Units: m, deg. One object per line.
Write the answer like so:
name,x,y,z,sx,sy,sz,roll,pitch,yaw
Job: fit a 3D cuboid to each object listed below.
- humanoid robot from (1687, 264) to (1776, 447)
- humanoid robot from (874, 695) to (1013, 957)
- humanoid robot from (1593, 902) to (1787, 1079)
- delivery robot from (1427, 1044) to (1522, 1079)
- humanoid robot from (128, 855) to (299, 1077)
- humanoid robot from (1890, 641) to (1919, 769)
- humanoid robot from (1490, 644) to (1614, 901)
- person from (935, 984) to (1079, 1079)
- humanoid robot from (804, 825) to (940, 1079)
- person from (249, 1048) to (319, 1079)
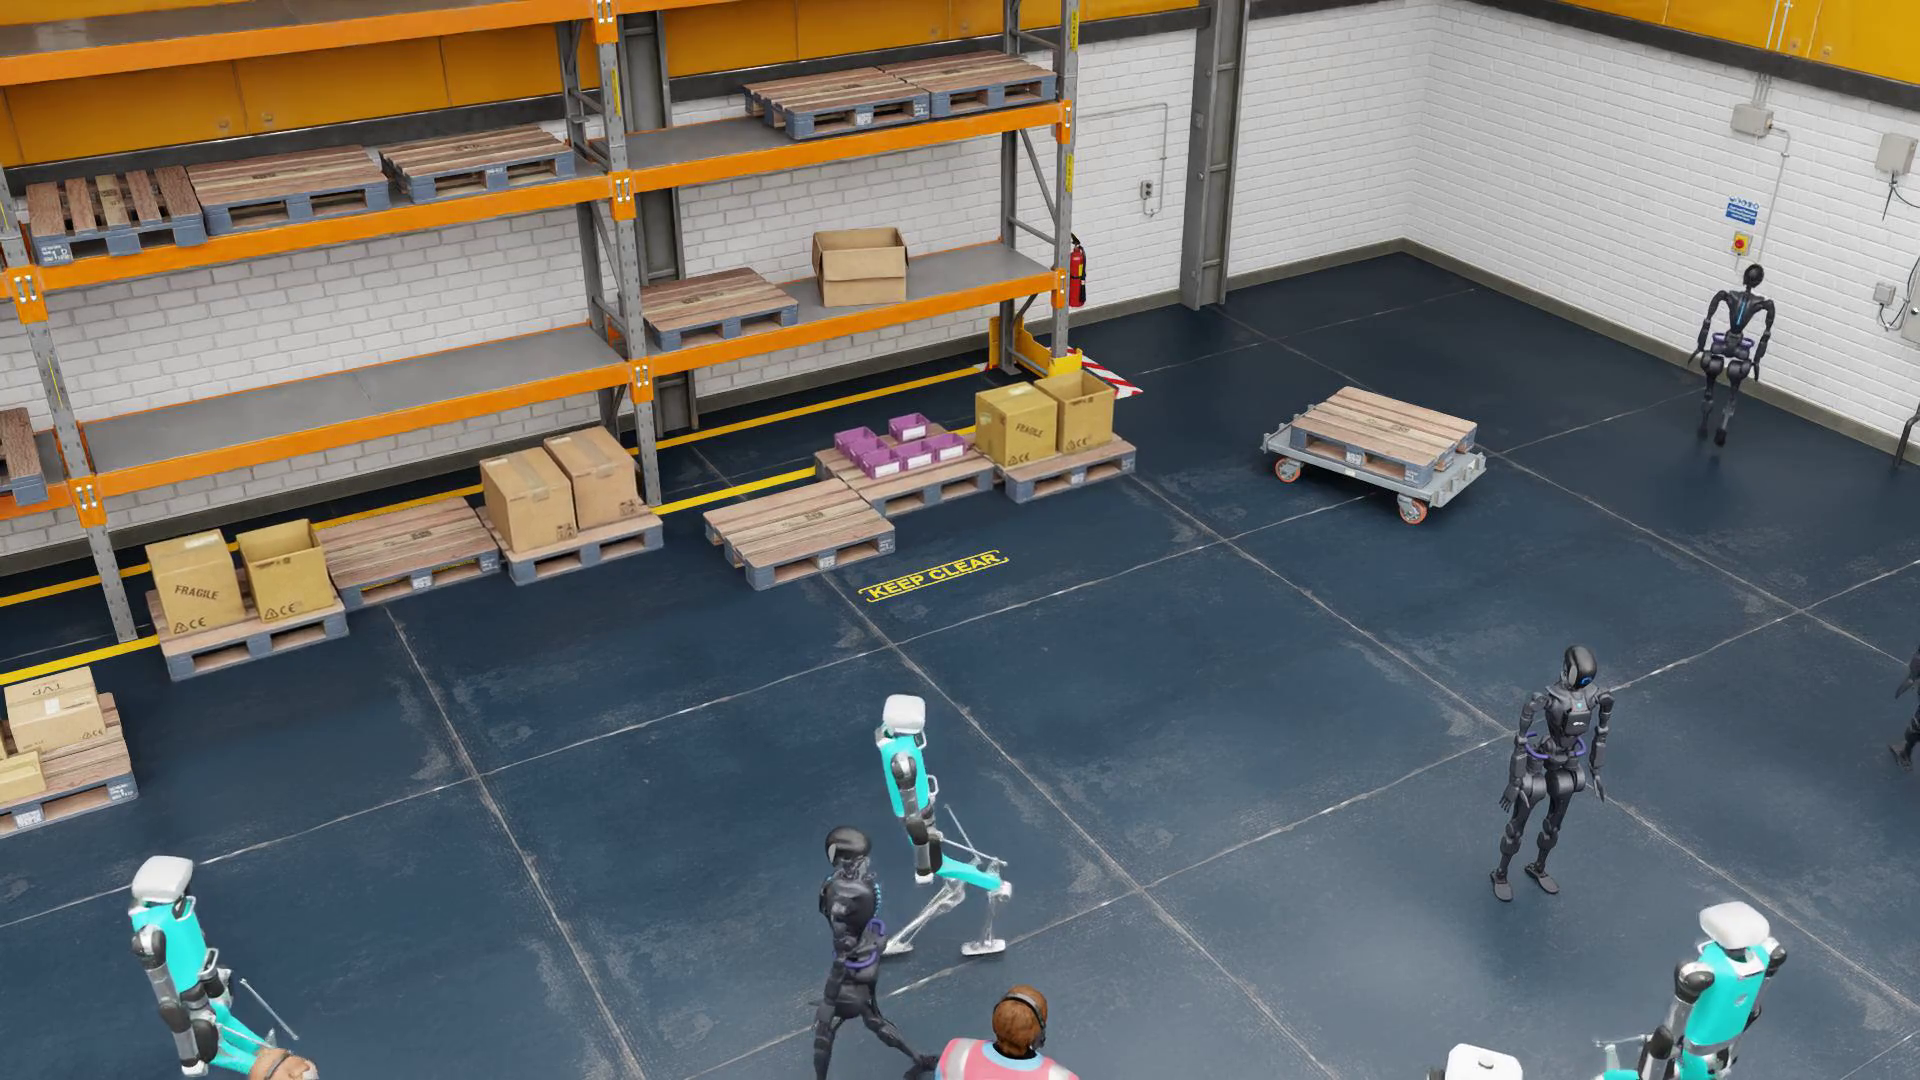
humanoid robot,6.623,-1.585,14.367,0.596,1.640,0.561,13,32,22
humanoid robot,-0.021,1.549,8.751,0.941,1.751,0.539,-4,30,-7
humanoid robot,3.156,2.270,7.496,0.538,1.835,0.660,-11,31,-19
delivery robot,2.433,2.747,7.838,0.499,0.611,0.792,10,31,18
humanoid robot,-3.285,2.205,7.632,0.657,1.852,0.540,-5,30,-8
humanoid robot,6.069,0.848,10.093,0.609,1.620,0.795,5,30,9
humanoid robot,3.304,1.289,9.249,0.599,1.654,0.315,-5,30,-8
person,0.212,2.563,6.854,0.629,1.836,0.431,10,31,18
humanoid robot,-0.478,2.045,7.958,0.716,1.636,0.599,5,30,9
person,-2.746,2.681,6.840,0.441,1.619,0.546,3,30,4
